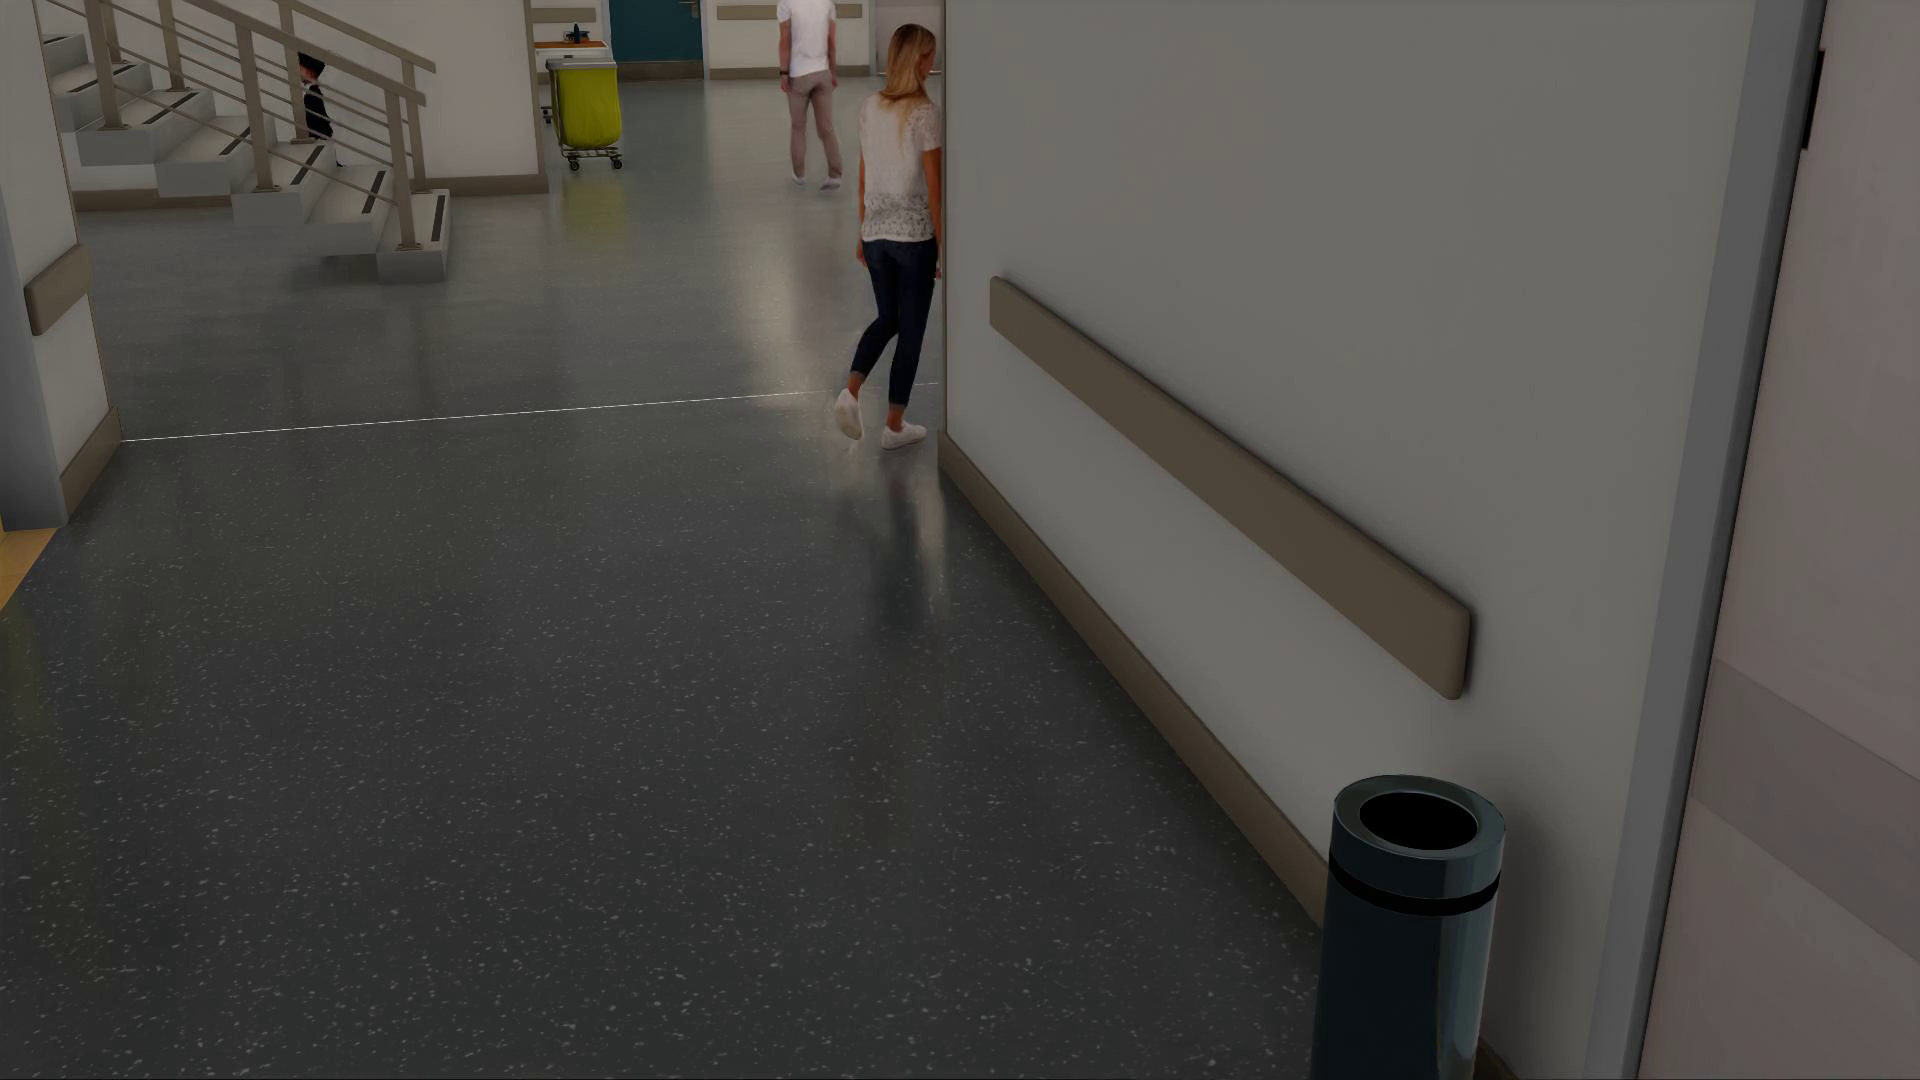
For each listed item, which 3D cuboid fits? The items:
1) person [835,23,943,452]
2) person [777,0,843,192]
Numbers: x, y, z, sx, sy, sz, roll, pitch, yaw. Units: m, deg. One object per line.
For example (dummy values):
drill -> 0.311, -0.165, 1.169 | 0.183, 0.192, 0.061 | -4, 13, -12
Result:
person -> -0.303, -1.201, 6.936 | 0.838, 1.788, 0.916 | 13, 24, 31
person -> -1.205, -3.788, 13.684 | 1.143, 1.845, 0.897 | -11, 23, -27
